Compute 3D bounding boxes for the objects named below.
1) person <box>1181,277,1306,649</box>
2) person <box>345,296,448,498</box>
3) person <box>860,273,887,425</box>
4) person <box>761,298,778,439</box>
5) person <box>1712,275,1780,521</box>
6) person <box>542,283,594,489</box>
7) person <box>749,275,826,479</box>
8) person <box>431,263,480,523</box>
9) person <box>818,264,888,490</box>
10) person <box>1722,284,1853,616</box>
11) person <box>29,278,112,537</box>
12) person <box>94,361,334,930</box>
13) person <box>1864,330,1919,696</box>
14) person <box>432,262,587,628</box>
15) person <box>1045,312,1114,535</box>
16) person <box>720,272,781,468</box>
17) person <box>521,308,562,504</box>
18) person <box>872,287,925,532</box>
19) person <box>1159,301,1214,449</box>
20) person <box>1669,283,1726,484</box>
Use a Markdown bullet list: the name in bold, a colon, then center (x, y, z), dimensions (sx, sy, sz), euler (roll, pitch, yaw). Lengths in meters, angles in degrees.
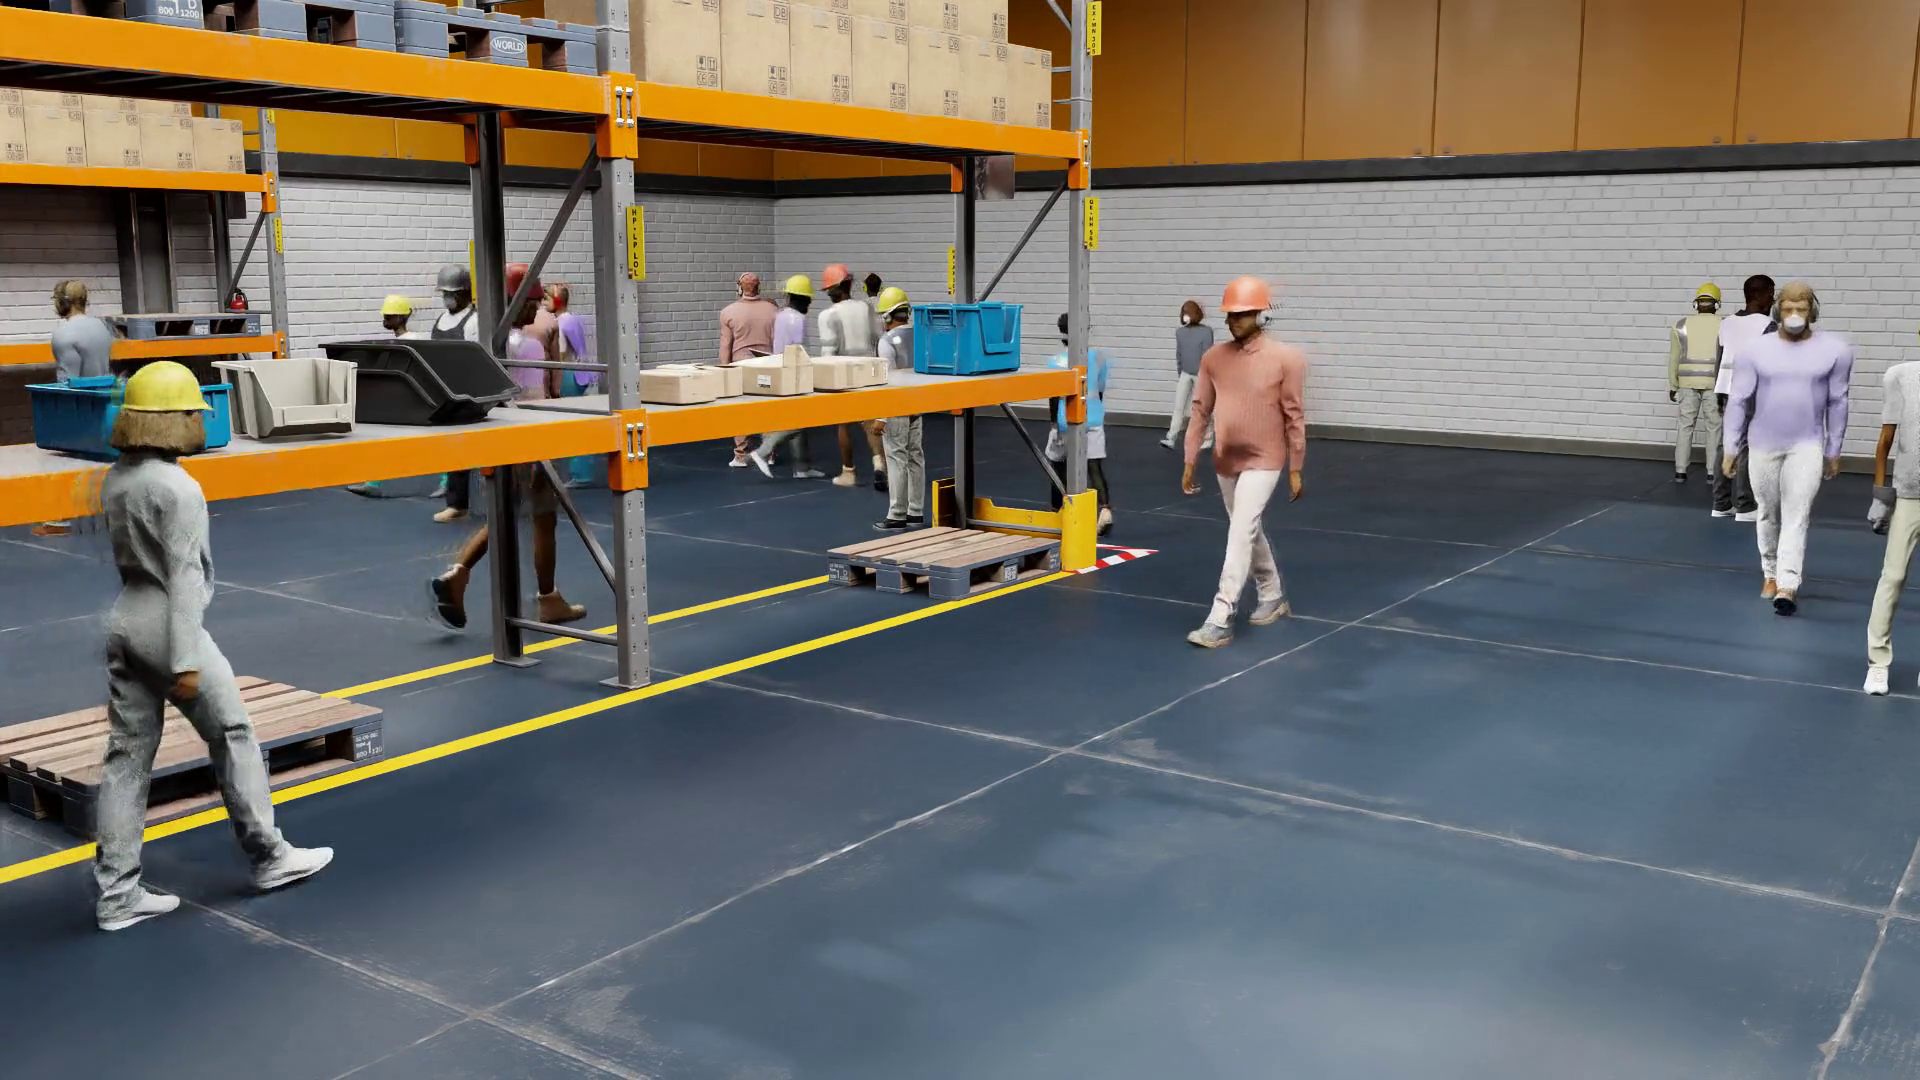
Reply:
- **person**: center (1.524, -0.436, 8.951), dimensions (0.644, 1.942, 1.045), euler (8, 13, 41)
- **person**: center (-4.716, -1.184, 14.027), dimensions (0.934, 1.723, 0.530), euler (-8, 13, -40)
- **person**: center (-1.059, -2.313, 20.322), dimensions (0.515, 1.872, 0.333), euler (-3, 10, -20)
- **person**: center (-2.114, -1.860, 18.348), dimensions (0.522, 1.616, 0.391), euler (1, 10, 8)
- **person**: center (6.130, -1.105, 12.999), dimensions (0.399, 1.915, 0.589), euler (-2, 10, -14)
- **person**: center (-3.494, -1.345, 14.680), dimensions (0.503, 1.821, 0.584), euler (-1, 10, -3)
- **person**: center (-1.564, -1.469, 15.201), dimensions (0.705, 1.897, 0.607), euler (-4, 10, -21)
- **person**: center (-3.811, -1.137, 12.813), dimensions (0.696, 2.000, 0.631), euler (7, 12, 36)
- **person**: center (-0.913, -1.423, 14.683), dimensions (0.693, 1.995, 0.797), euler (-6, 11, -32)
- **person**: center (4.769, -0.527, 9.643), dimensions (0.649, 1.877, 1.039), euler (5, 11, 27)
- **person**: center (-6.421, -0.967, 12.234), dimensions (0.771, 1.924, 0.647), euler (0, 10, 3)
- **person**: center (-2.372, 0.306, 5.165), dimensions (0.506, 1.709, 0.810), euler (6, 12, 34)
- **person**: center (4.500, -0.189, 7.692), dimensions (0.514, 1.865, 0.327), euler (3, 10, 16)
- **person**: center (-2.478, -0.493, 9.055), dimensions (0.616, 2.022, 0.799), euler (8, 12, 38)
- **person**: center (0.895, -0.871, 12.360), dimensions (0.521, 1.656, 0.862), euler (-3, 10, -19)
- **person**: center (-2.049, -1.656, 16.289), dimensions (0.642, 1.913, 0.408), euler (-4, 10, -25)
- **person**: center (-3.652, -1.252, 13.894), dimensions (0.652, 1.906, 0.402), euler (-6, 11, -33)
- **person**: center (-0.461, -0.971, 12.468), dimensions (0.403, 1.824, 0.586), euler (6, 11, 32)
- **person**: center (2.473, -1.743, 17.755), dimensions (0.509, 1.587, 0.835), euler (7, 12, 38)
- **person**: center (6.763, -1.419, 15.136), dimensions (0.586, 1.823, 0.403), euler (6, 11, 32)
